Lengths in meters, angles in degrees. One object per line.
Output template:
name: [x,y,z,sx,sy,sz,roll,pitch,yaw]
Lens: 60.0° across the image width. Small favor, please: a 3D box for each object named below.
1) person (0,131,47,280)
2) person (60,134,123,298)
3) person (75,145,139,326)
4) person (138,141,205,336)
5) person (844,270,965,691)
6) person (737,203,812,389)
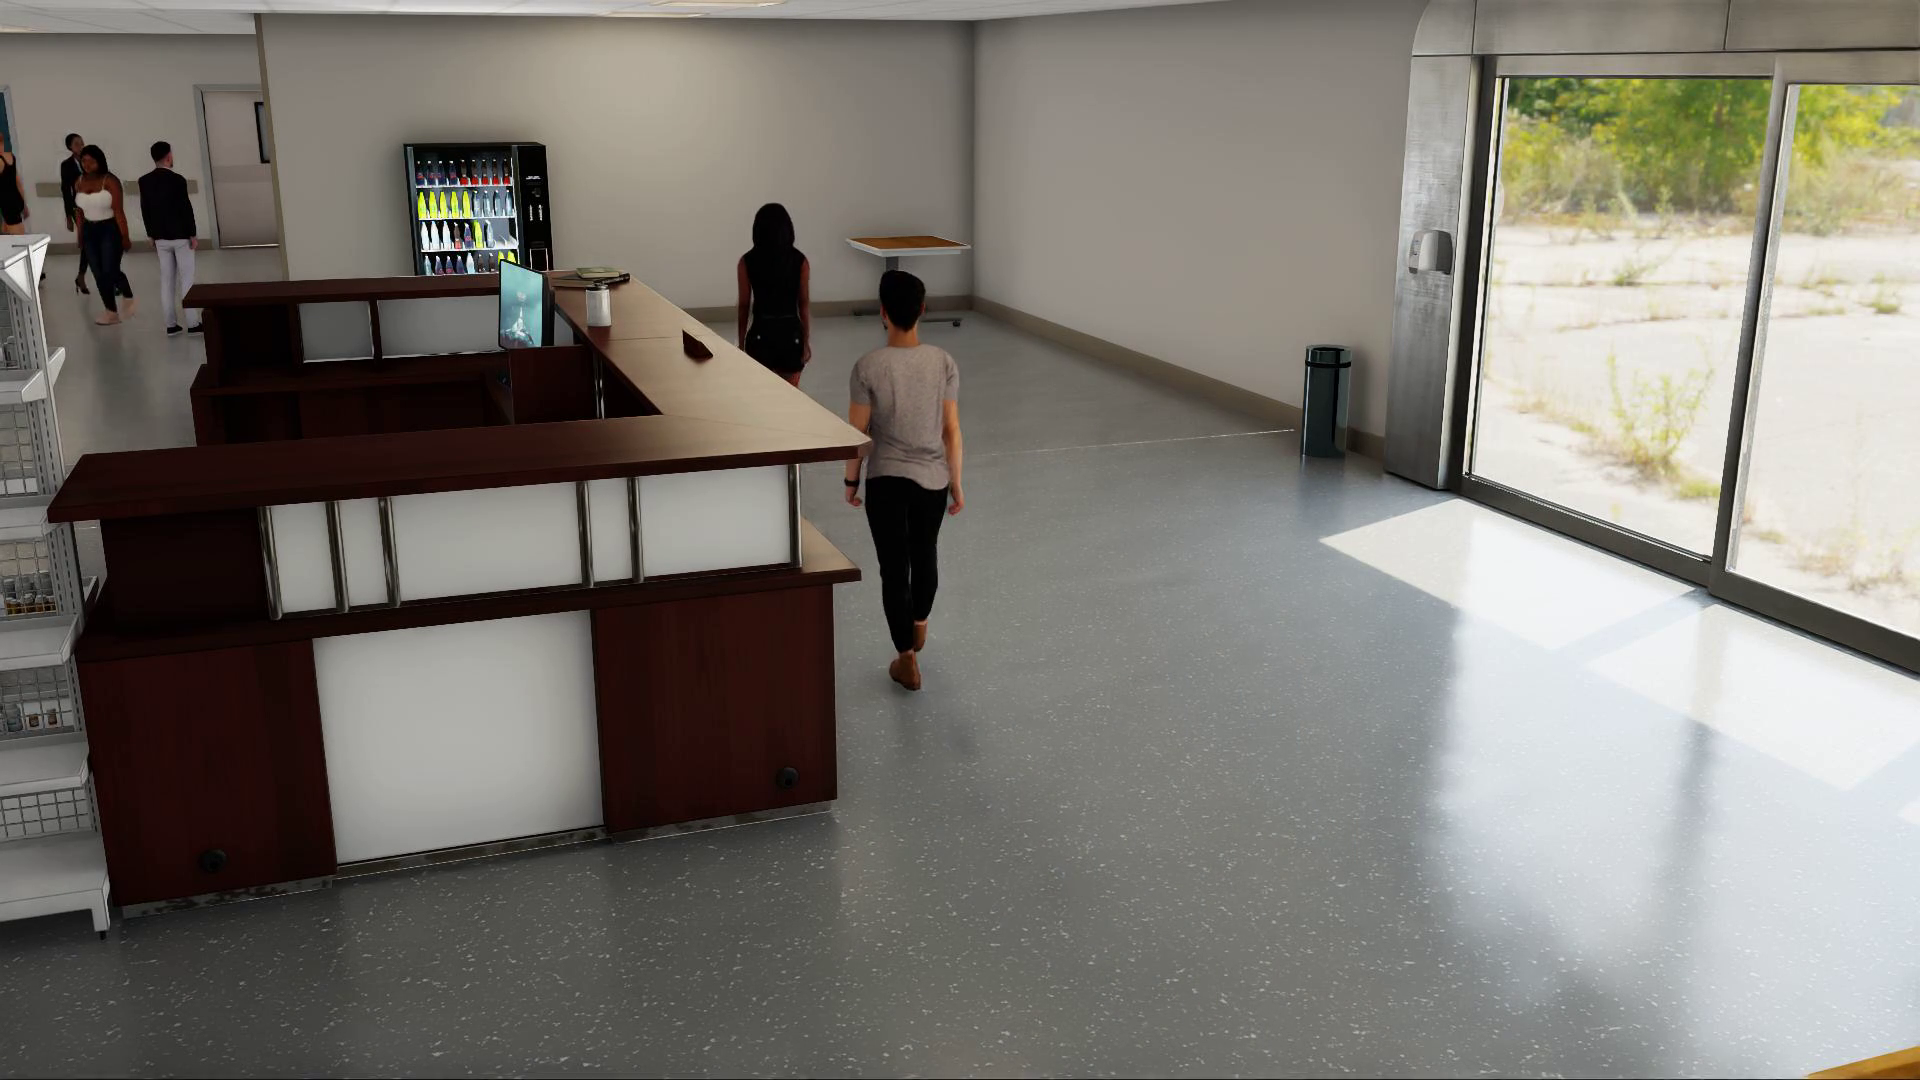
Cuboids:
person: [-11.410,-4.028,20.162,1.122,1.778,0.839,-1,16,-5]
person: [-9.736,-3.552,18.489,1.133,1.770,1.153,9,18,30]
person: [-8.475,-3.034,16.620,0.877,1.787,0.950,5,17,18]
person: [-7.653,-2.931,16.148,0.665,1.844,0.796,2,16,7]
person: [-0.212,-0.222,6.804,0.896,1.700,0.746,-4,16,-13]
person: [-1.094,-1.106,9.929,1.102,1.706,0.719,-4,16,-15]
